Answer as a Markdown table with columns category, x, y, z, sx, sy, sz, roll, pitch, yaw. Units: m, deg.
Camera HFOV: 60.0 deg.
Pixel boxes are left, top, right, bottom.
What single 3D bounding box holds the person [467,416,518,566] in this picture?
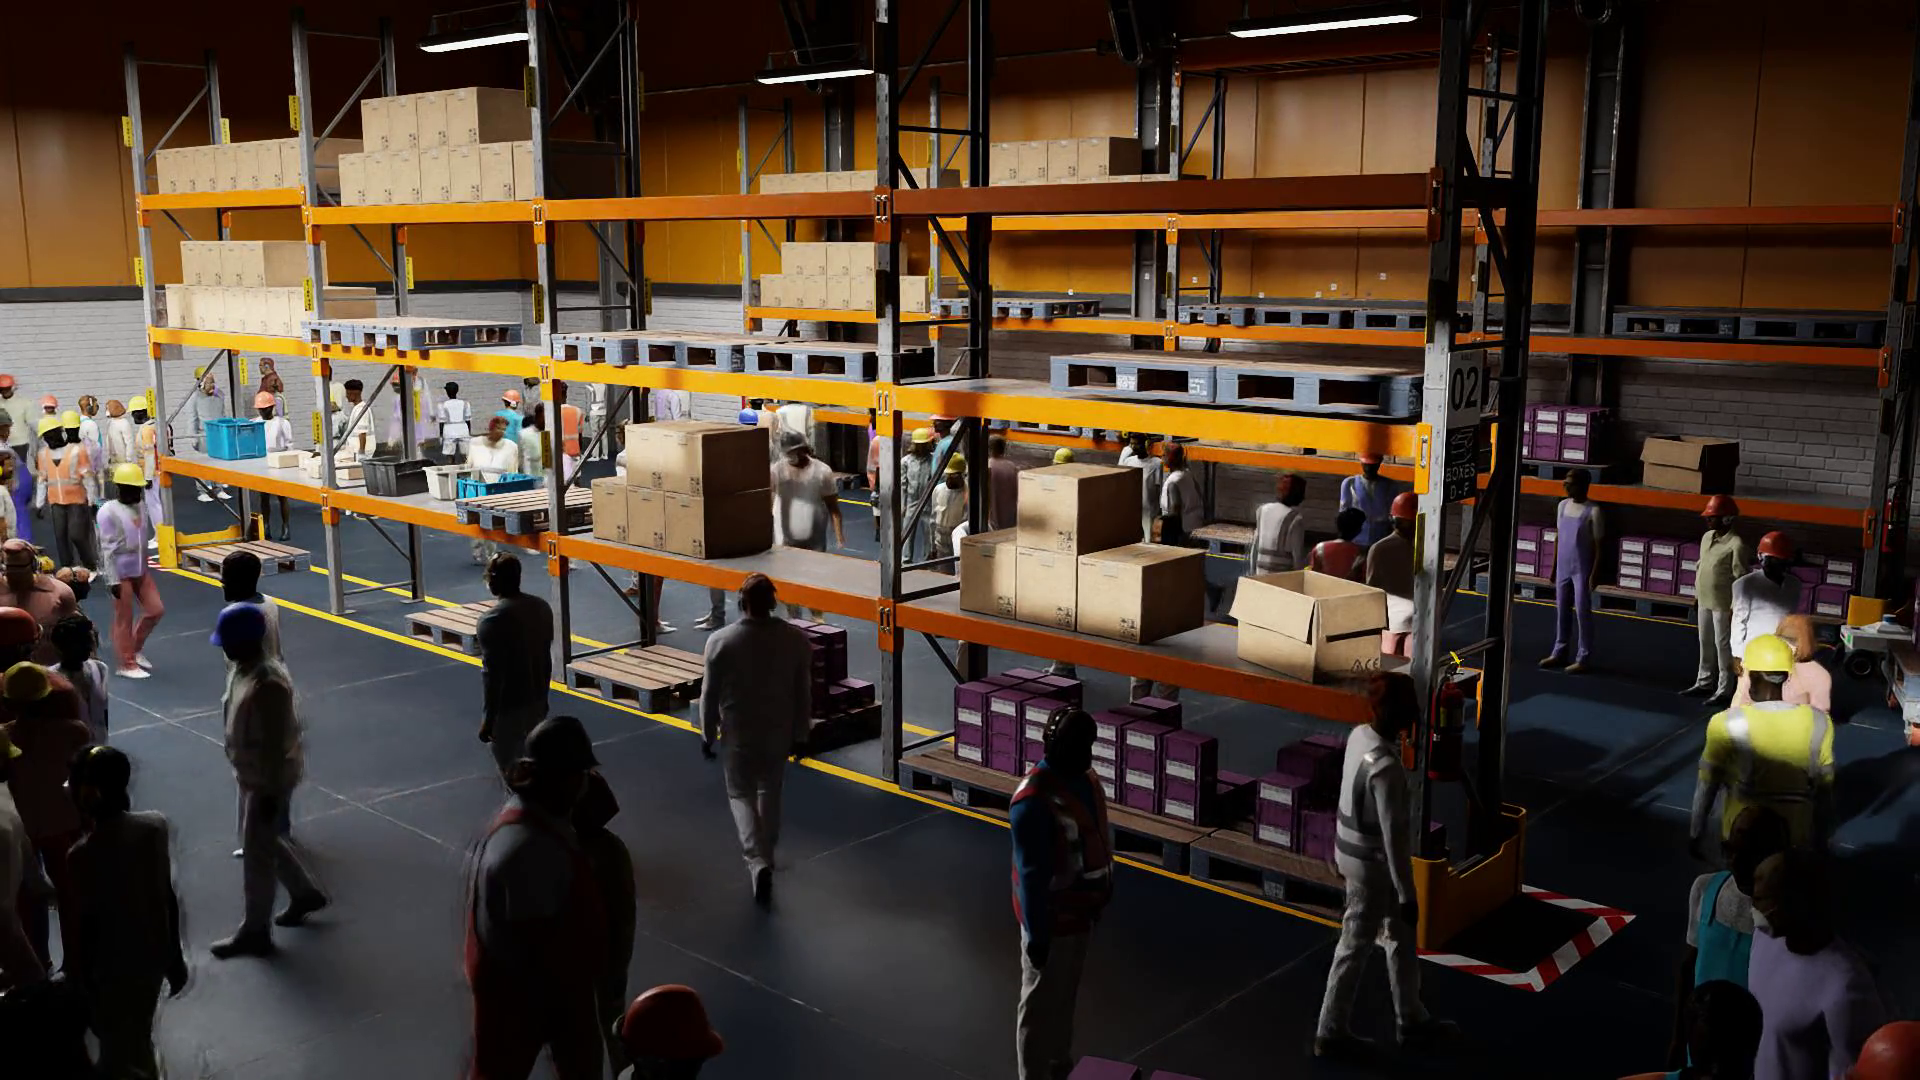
| category | x | y | z | sx | sy | sz | roll | pitch | yaw |
| --- | --- | --- | --- | --- | --- | --- | --- | --- | --- |
| person | -5.516 | -0.571 | 19.591 | 0.629 | 1.799 | 0.463 | -3 | 11 | -18 |

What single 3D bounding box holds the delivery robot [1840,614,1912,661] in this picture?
| category | x | y | z | sx | sy | sz | roll | pitch | yaw |
| --- | --- | --- | --- | --- | --- | --- | --- | --- | --- |
| delivery robot | 8.127 | 0.893 | 14.577 | 0.707 | 0.478 | 0.477 | 3 | 11 | 17 |

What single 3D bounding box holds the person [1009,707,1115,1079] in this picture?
| category | x | y | z | sx | sy | sz | roll | pitch | yaw |
| --- | --- | --- | --- | --- | --- | --- | --- | --- | --- |
| person | 0.447 | 1.610 | 7.161 | 0.430 | 1.841 | 0.624 | 5 | 11 | 26 |

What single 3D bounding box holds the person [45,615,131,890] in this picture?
| category | x | y | z | sx | sy | sz | roll | pitch | yaw |
| --- | --- | --- | --- | --- | --- | --- | --- | --- | --- |
| person | -5.046 | 1.263 | 9.583 | 0.607 | 1.678 | 0.549 | 4 | 11 | 23 |

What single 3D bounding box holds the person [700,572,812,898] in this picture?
| category | x | y | z | sx | sy | sz | roll | pitch | yaw |
| --- | --- | --- | --- | --- | --- | --- | --- | --- | --- |
| person | -1.191 | 1.128 | 9.801 | 0.650 | 1.879 | 0.876 | -3 | 11 | -18 |

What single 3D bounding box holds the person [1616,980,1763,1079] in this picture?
| category | x | y | z | sx | sy | sz | roll | pitch | yaw |
| --- | --- | --- | --- | --- | --- | --- | --- | --- | --- |
| person | 1.943 | 2.060 | 4.389 | 0.593 | 1.920 | 0.391 | 3 | 11 | 18 |

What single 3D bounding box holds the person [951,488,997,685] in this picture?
| category | x | y | z | sx | sy | sz | roll | pitch | yaw |
| --- | --- | --- | --- | --- | --- | --- | --- | --- | --- |
| person | 0.148 | 0.491 | 13.360 | 0.355 | 1.885 | 0.575 | 5 | 11 | 28 |

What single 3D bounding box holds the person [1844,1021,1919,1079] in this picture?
| category | x | y | z | sx | sy | sz | roll | pitch | yaw |
| --- | --- | --- | --- | --- | --- | --- | --- | --- | --- |
| person | 2.282 | 2.138 | 3.931 | 0.629 | 1.945 | 0.722 | -5 | 11 | -27 |

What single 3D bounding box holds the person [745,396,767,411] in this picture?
| category | x | y | z | sx | sy | sz | roll | pitch | yaw |
| --- | --- | --- | --- | --- | --- | --- | --- | --- | --- |
| person | -2.956 | -1.379 | 24.350 | 0.351 | 1.738 | 0.573 | -2 | 10 | -13 |

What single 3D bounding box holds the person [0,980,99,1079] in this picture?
| category | x | y | z | sx | sy | sz | roll | pitch | yaw |
| --- | --- | --- | --- | --- | --- | --- | --- | --- | --- |
| person | -2.346 | 2.073 | 4.257 | 0.652 | 1.951 | 0.426 | 8 | 13 | 38 |

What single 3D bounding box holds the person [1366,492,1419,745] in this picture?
| category | x | y | z | sx | sy | sz | roll | pitch | yaw |
| --- | --- | --- | --- | --- | --- | --- | --- | --- | --- |
| person | 3.283 | 0.620 | 12.354 | 0.635 | 1.985 | 0.414 | -5 | 11 | -27 |

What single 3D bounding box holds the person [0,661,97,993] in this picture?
| category | x | y | z | sx | sy | sz | roll | pitch | yaw |
| --- | --- | --- | --- | --- | --- | --- | --- | --- | --- |
| person | -4.552 | 1.457 | 8.234 | 0.535 | 1.766 | 0.321 | -7 | 12 | -34 |

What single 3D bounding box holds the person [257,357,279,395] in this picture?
| category | x | y | z | sx | sy | sz | roll | pitch | yaw |
| --- | --- | --- | --- | --- | --- | --- | --- | --- | --- |
| person | -11.668 | -2.132 | 28.125 | 0.408 | 1.908 | 0.644 | -4 | 11 | -21 |

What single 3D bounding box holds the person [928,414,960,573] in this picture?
| category | x | y | z | sx | sy | sz | roll | pitch | yaw |
| --- | --- | --- | --- | --- | --- | --- | --- | --- | --- |
| person | -0.175 | -0.503 | 18.518 | 0.361 | 2.047 | 0.612 | -1 | 10 | -5 |

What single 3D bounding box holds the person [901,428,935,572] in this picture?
| category | x | y | z | sx | sy | sz | roll | pitch | yaw |
| --- | --- | --- | --- | --- | --- | --- | --- | --- | --- |
| person | -0.436 | -0.395 | 18.767 | 0.487 | 1.744 | 0.314 | -2 | 10 | -12 |

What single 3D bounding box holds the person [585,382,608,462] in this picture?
| category | x | y | z | sx | sy | sz | roll | pitch | yaw |
| --- | --- | --- | --- | --- | --- | --- | --- | --- | --- |
| person | -6.392 | -2.199 | 29.240 | 0.305 | 1.645 | 0.522 | 6 | 12 | 30 |

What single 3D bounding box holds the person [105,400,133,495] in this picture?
| category | x | y | z | sx | sy | sz | roll | pitch | yaw |
| --- | --- | --- | --- | --- | --- | --- | --- | --- | --- |
| person | -11.827 | -1.161 | 23.407 | 0.507 | 1.632 | 0.265 | 6 | 12 | 32 |

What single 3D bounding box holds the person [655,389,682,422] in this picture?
| category | x | y | z | sx | sy | sz | roll | pitch | yaw |
| --- | --- | --- | --- | --- | --- | --- | --- | --- | --- |
| person | -4.379 | -1.629 | 25.169 | 0.399 | 1.943 | 0.615 | -8 | 13 | -39 |

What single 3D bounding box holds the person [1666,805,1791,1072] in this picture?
| category | x | y | z | sx | sy | sz | roll | pitch | yaw |
| --- | --- | --- | --- | --- | --- | --- | --- | --- | --- |
| person | 2.767 | 1.828 | 5.911 | 0.345 | 1.846 | 0.508 | -8 | 13 | -37 |

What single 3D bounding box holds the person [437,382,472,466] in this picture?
| category | x | y | z | sx | sy | sz | roll | pitch | yaw |
| --- | --- | --- | --- | --- | --- | --- | --- | --- | --- |
| person | -7.807 | -1.601 | 25.725 | 0.532 | 1.693 | 0.319 | -7 | 12 | -35 |

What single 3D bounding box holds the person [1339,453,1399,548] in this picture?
| category | x | y | z | sx | sy | sz | roll | pitch | yaw |
| --- | --- | --- | --- | --- | --- | --- | --- | --- | --- |
| person | 3.901 | 0.015 | 15.905 | 0.550 | 1.933 | 0.375 | 1 | 10 | 7 |

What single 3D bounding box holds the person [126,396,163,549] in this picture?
| category | x | y | z | sx | sy | sz | roll | pitch | yaw |
| --- | --- | --- | --- | --- | --- | --- | --- | --- | --- |
| person | -10.183 | -0.851 | 20.876 | 0.399 | 1.912 | 0.591 | -4 | 11 | -23 |

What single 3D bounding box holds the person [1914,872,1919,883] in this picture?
| category | x | y | z | sx | sy | sz | roll | pitch | yaw |
| --- | --- | --- | --- | --- | --- | --- | --- | --- | --- |
| person | 5.860 | 1.183 | 9.586 | 0.404 | 1.831 | 0.601 | -1 | 10 | -5 |

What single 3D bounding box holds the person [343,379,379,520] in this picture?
| category | x | y | z | sx | sy | sz | roll | pitch | yaw |
| --- | --- | --- | --- | --- | --- | --- | --- | --- | --- |
| person | -8.299 | -1.254 | 23.057 | 0.380 | 1.949 | 0.604 | -3 | 11 | -19 |

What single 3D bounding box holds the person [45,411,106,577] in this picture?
| category | x | y | z | sx | sy | sz | roll | pitch | yaw |
| --- | --- | --- | --- | --- | --- | --- | --- | --- | --- |
| person | -10.030 | -0.513 | 18.913 | 0.590 | 1.926 | 0.388 | -7 | 12 | -35 |

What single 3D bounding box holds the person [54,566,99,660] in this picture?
| category | x | y | z | sx | sy | sz | roll | pitch | yaw |
| --- | --- | --- | --- | --- | --- | --- | --- | --- | --- |
| person | -5.986 | 0.987 | 11.273 | 0.313 | 1.634 | 0.514 | -7 | 12 | -34 |

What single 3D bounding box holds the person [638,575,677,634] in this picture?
| category | x | y | z | sx | sy | sz | roll | pitch | yaw |
| --- | --- | --- | --- | --- | --- | --- | --- | --- | --- |
| person | -3.002 | -0.022 | 16.211 | 0.408 | 1.907 | 0.598 | -6 | 11 | -28 |

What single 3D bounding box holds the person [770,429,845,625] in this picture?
| category | x | y | z | sx | sy | sz | roll | pitch | yaw |
| --- | --- | --- | --- | --- | --- | --- | --- | --- | --- |
| person | -1.511 | -0.109 | 16.309 | 0.793 | 2.000 | 0.708 | -1 | 10 | -8 |

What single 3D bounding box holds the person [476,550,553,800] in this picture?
| category | x | y | z | sx | sy | sz | roll | pitch | yaw |
| --- | --- | --- | --- | --- | --- | --- | --- | --- | --- |
| person | -2.727 | 1.021 | 10.211 | 0.354 | 1.936 | 0.635 | 4 | 11 | 22 |

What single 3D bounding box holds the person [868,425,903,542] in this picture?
| category | x | y | z | sx | sy | sz | roll | pitch | yaw |
| --- | --- | --- | --- | --- | --- | --- | --- | --- | --- |
| person | -0.909 | -0.911 | 21.191 | 0.391 | 1.923 | 0.550 | 9 | 13 | 40 |

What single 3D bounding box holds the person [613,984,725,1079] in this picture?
| category | x | y | z | sx | sy | sz | roll | pitch | yaw |
| --- | --- | --- | --- | --- | --- | --- | --- | --- | --- |
| person | -0.833 | 2.085 | 4.747 | 0.356 | 1.743 | 0.579 | -2 | 10 | -13 |

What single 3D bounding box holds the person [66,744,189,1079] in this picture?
| category | x | y | z | sx | sy | sz | roll | pitch | yaw |
| --- | --- | --- | --- | --- | --- | --- | --- | --- | --- |
| person | -3.229 | 1.710 | 6.601 | 0.647 | 1.850 | 0.519 | 3 | 10 | 16 |

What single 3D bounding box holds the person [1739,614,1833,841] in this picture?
| category | x | y | z | sx | sy | sz | roll | pitch | yaw |
| --- | --- | --- | --- | --- | --- | --- | --- | --- | --- |
| person | 4.974 | 1.218 | 10.051 | 0.810 | 1.597 | 0.505 | -6 | 12 | -29 |

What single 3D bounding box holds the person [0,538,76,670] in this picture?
| category | x | y | z | sx | sy | sz | roll | pitch | yaw |
| --- | --- | --- | --- | --- | --- | --- | --- | --- | --- |
| person | -6.073 | 0.928 | 10.841 | 0.639 | 1.902 | 0.407 | -5 | 11 | -28 |

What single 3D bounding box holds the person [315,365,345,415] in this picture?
| category | x | y | z | sx | sy | sz | roll | pitch | yaw |
| --- | --- | --- | --- | --- | --- | --- | --- | --- | --- |
| person | -10.015 | -1.850 | 26.510 | 0.392 | 1.915 | 0.590 | 4 | 11 | 19 |

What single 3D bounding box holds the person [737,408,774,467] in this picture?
| category | x | y | z | sx | sy | sz | roll | pitch | yaw |
| --- | --- | --- | --- | --- | --- | --- | --- | --- | --- |
| person | -2.378 | -0.529 | 18.945 | 0.393 | 1.946 | 0.617 | 9 | 13 | 41 |
